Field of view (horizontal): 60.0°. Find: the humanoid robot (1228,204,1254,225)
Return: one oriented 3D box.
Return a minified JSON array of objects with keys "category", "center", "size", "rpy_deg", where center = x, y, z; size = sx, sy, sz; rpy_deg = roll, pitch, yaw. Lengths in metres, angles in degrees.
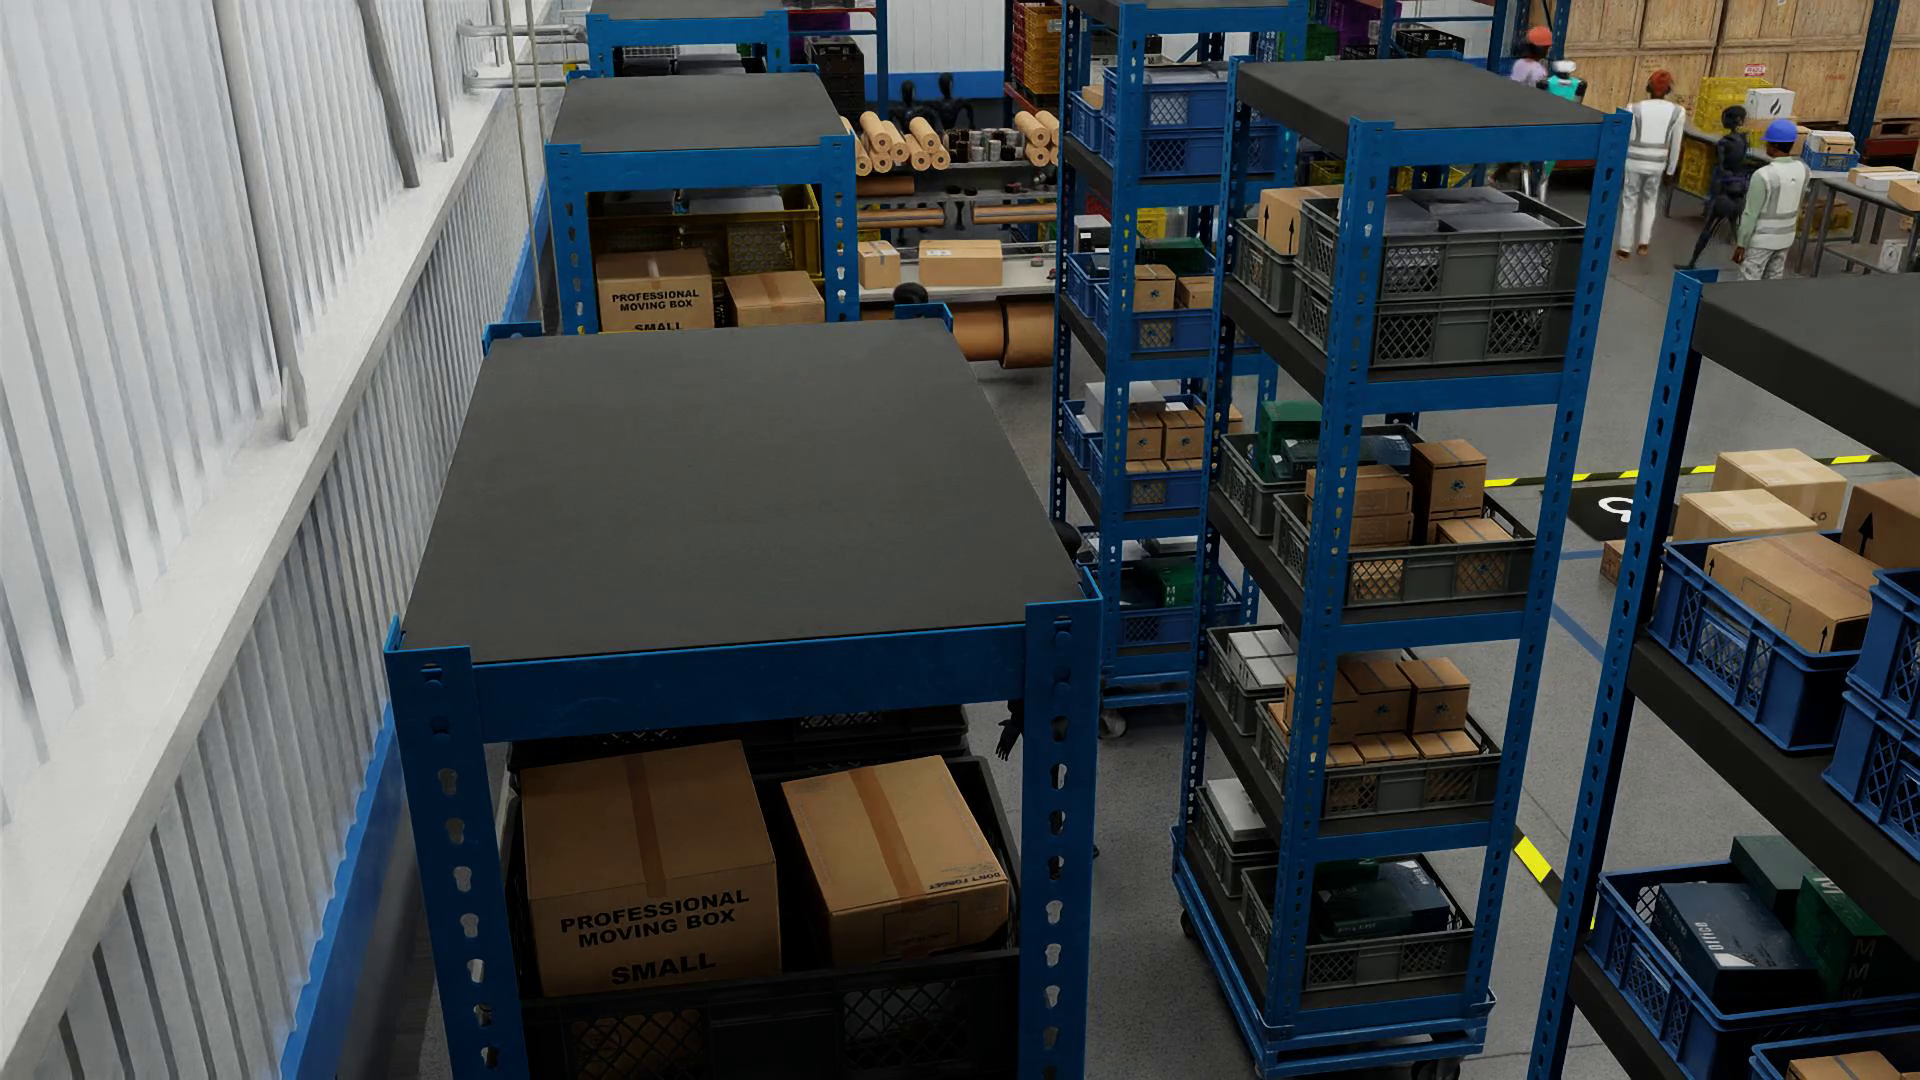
[{"category":"humanoid robot","center":[2.935,-3.954,17.196],"size":[0.560,1.790,0.812],"rpy_deg":[-14,28,-28]}]

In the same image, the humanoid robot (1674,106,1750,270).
[{"category":"humanoid robot","center":[7.356,-3.288,15.835],"size":[0.592,1.628,0.824],"rpy_deg":[-22,32,-39]}]

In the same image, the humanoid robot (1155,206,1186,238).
[{"category":"humanoid robot","center":[2.066,-3.740,16.707],"size":[0.556,1.813,0.708],"rpy_deg":[3,25,6]}]

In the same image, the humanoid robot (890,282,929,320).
[{"category":"humanoid robot","center":[-0.341,-0.808,10.379],"size":[0.410,1.640,0.599],"rpy_deg":[2,25,4]}]

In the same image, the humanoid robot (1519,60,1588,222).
[{"category":"humanoid robot","center":[6.249,-4.232,17.847],"size":[0.552,1.861,0.786],"rpy_deg":[-1,25,-2]}]

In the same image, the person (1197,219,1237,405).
[{"category":"person","center":[1.682,-1.238,11.096],"size":[0.400,1.851,0.590],"rpy_deg":[-4,25,-8]}]

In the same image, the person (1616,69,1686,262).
[{"category":"person","center":[6.721,-3.676,16.369],"size":[0.597,1.873,0.458],"rpy_deg":[4,25,8]}]

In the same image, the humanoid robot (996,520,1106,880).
[{"category":"humanoid robot","center":[0.411,0.687,7.102],"size":[0.315,1.657,0.599],"rpy_deg":[20,32,37]}]

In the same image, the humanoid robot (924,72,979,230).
[{"category":"humanoid robot","center":[-0.094,-4.093,17.511],"size":[0.609,1.647,0.332],"rpy_deg":[1,25,3]}]

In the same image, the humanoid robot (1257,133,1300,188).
[{"category":"humanoid robot","center":[3.088,-3.398,15.984],"size":[0.551,1.750,1.060],"rpy_deg":[-6,25,-13]}]

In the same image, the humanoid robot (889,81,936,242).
[{"category":"humanoid robot","center":[-0.489,-3.897,17.132],"size":[0.584,1.638,0.725],"rpy_deg":[0,25,-1]}]

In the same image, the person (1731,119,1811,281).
[{"category":"person","center":[6.612,-2.473,13.679],"size":[0.606,1.939,0.415],"rpy_deg":[-11,27,-22]}]

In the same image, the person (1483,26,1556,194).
[{"category":"person","center":[6.105,-4.534,18.054],"size":[0.635,2.026,0.614],"rpy_deg":[-4,25,-9]}]

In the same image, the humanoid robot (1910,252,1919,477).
[{"category":"humanoid robot","center":[6.600,-1.190,11.153],"size":[0.548,1.747,1.047],"rpy_deg":[1,25,3]}]

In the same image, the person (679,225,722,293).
[{"category":"person","center":[-2.184,-2.759,14.265],"size":[0.614,1.963,0.361],"rpy_deg":[-20,31,-36]}]
